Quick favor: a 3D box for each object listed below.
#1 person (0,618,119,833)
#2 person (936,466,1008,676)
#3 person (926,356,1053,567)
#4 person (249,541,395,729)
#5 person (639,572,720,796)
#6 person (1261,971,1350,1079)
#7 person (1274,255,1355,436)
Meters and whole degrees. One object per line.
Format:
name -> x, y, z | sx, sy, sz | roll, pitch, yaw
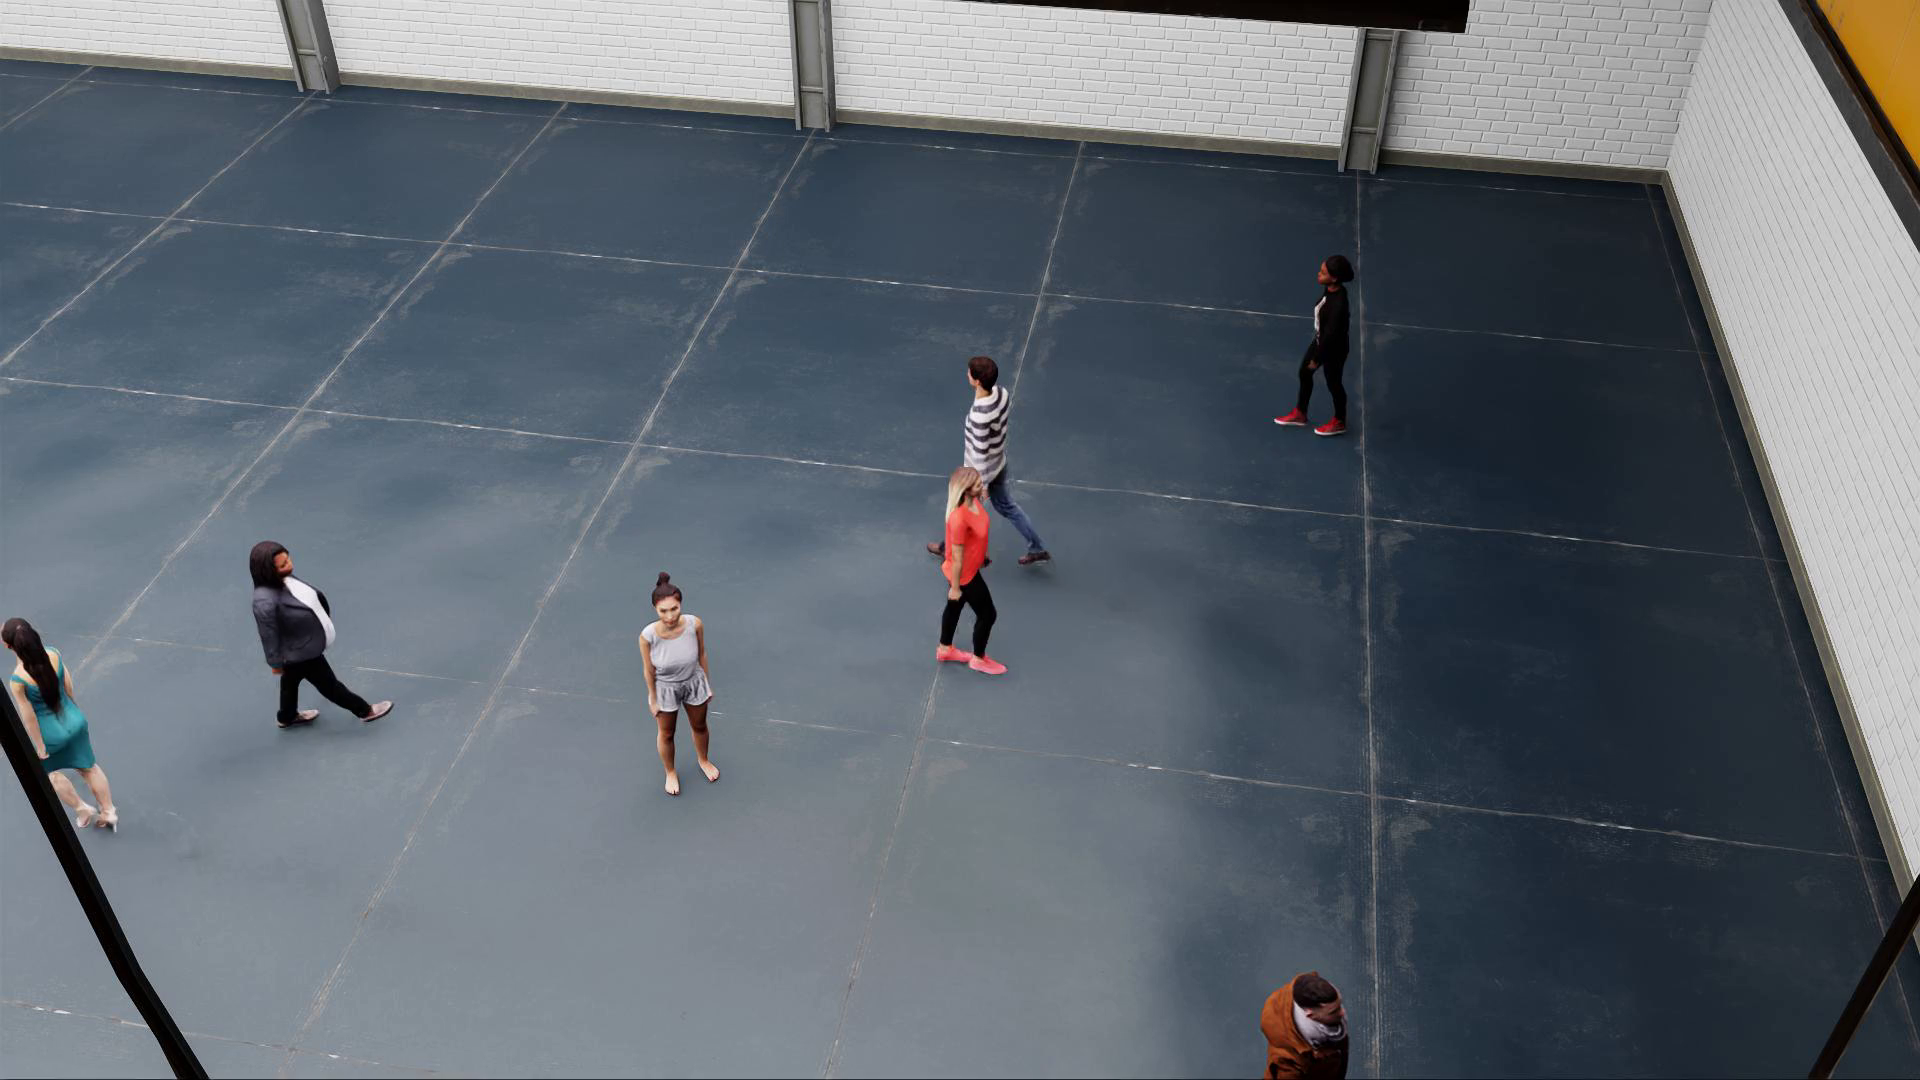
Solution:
person -> -5.394, 1.173, 10.086 | 0.647, 1.674, 0.625 | 12, 40, 15
person -> -0.061, 0.208, 11.290 | 0.742, 1.678, 0.650 | 4, 39, 5
person -> 0.281, -0.504, 12.078 | 1.279, 1.808, 0.890 | 17, 42, 20
person -> -4.395, 0.670, 10.805 | 1.133, 1.561, 0.950 | -10, 40, -12
person -> -1.770, 0.914, 10.464 | 0.641, 1.607, 0.722 | -17, 42, -20
person -> 1.614, 2.700, 8.042 | 0.708, 1.837, 0.721 | 9, 39, 11
person -> 3.091, -1.563, 13.530 | 0.887, 1.651, 0.737 | -5, 39, -6
